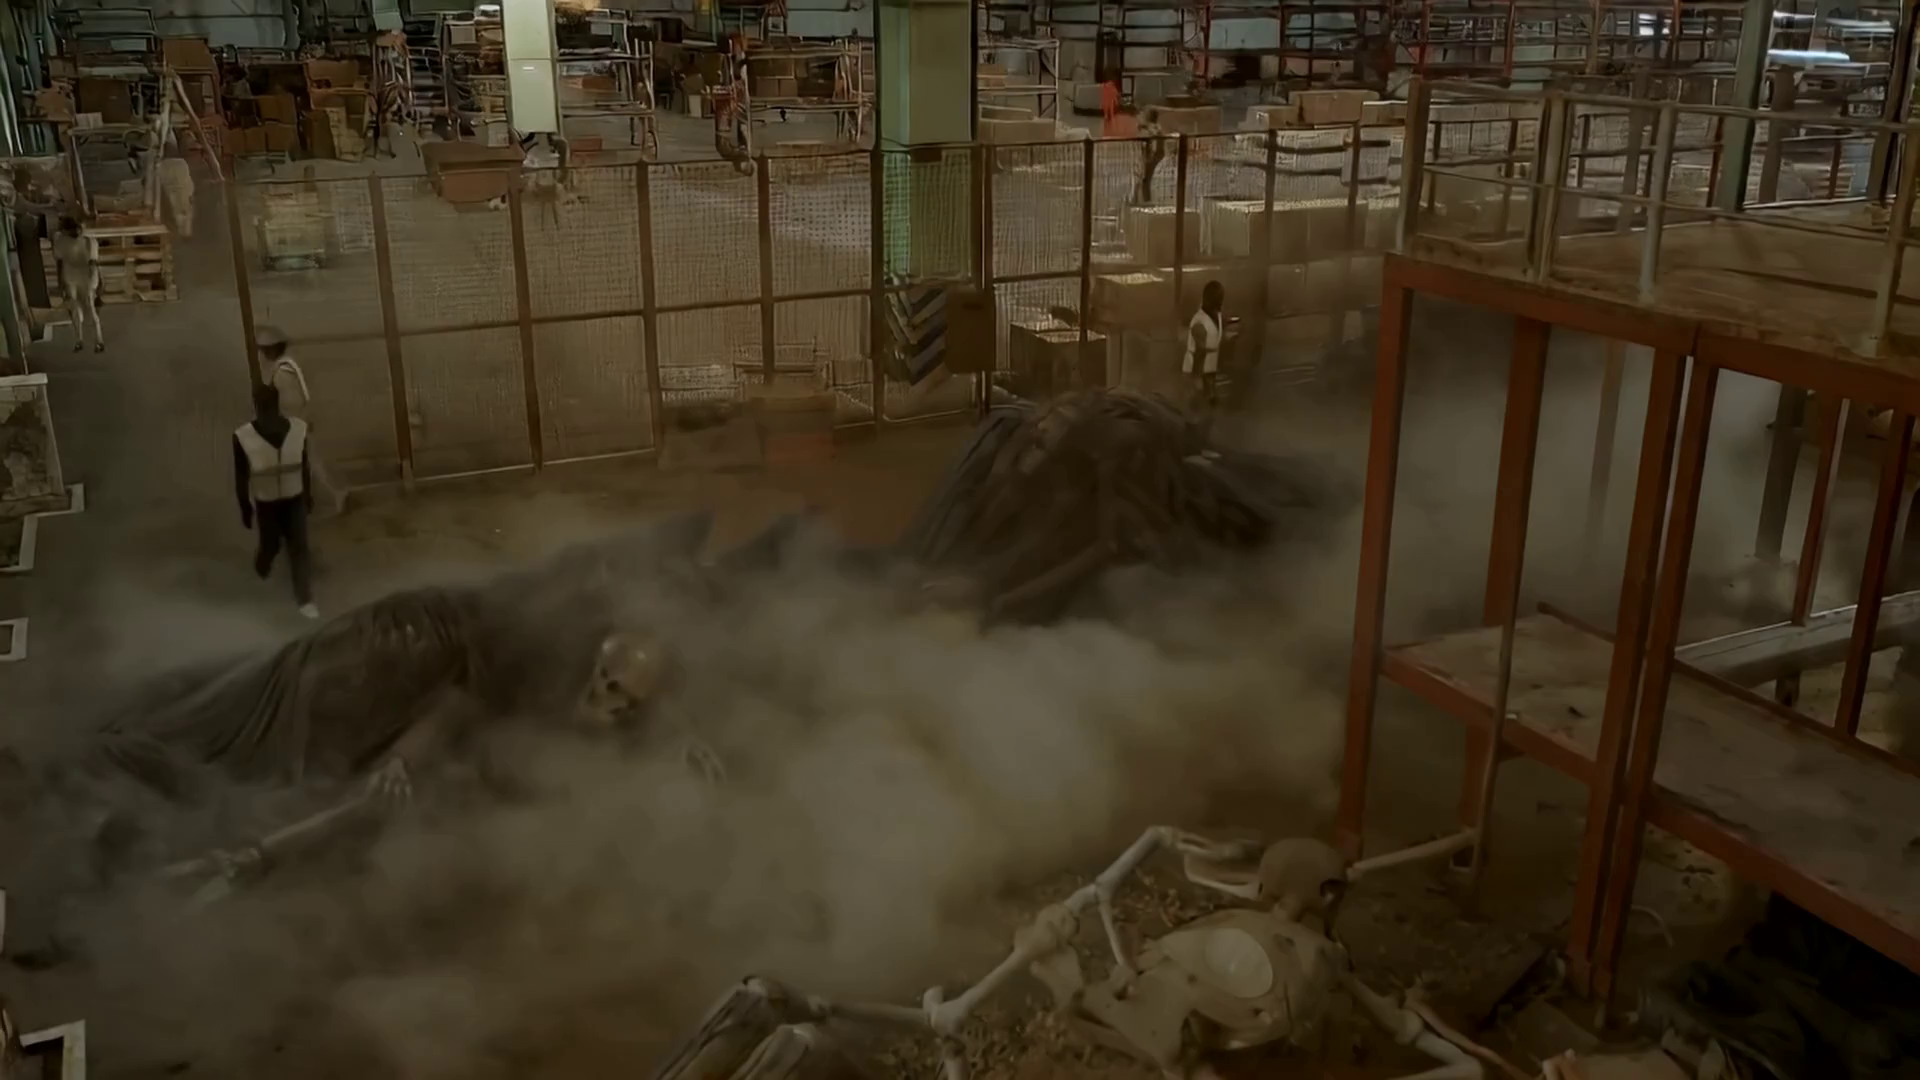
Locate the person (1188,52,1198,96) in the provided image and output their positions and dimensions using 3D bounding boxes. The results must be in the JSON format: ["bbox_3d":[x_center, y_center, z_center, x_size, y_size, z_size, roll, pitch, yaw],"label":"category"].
[{"bbox_3d":[9.257,-18.502,66.084,0.320,1.698,0.538,-9,21,-25],"label":"person"}]

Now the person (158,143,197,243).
[{"bbox_3d":[-14.528,-6.445,30.950,0.656,1.825,0.440,2,19,7],"label":"person"}]

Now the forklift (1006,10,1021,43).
[{"bbox_3d":[2.706,-25.353,84.164,1.873,2.768,1.129,-9,21,-25],"label":"forklift"}]

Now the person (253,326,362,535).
[{"bbox_3d":[-5.994,-1.017,15.096,0.879,1.905,0.611,-6,20,-17],"label":"person"}]

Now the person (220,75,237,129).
[{"bbox_3d":[-23.172,-13.842,52.581,0.535,1.699,0.318,3,19,8],"label":"person"}]

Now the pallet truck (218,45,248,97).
[{"bbox_3d":[-28.879,-18.665,66.111,0.823,1.965,1.885,-3,19,-9],"label":"pallet truck"}]

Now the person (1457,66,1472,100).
[{"bbox_3d":[15.864,-13.974,52.589,0.783,1.945,0.610,-10,21,-26],"label":"person"}]

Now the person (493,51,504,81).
[{"bbox_3d":[-17.239,-17.367,62.434,0.635,1.939,0.361,17,26,41],"label":"person"}]

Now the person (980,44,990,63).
[{"bbox_3d":[1.063,-19.895,69.944,0.464,1.816,0.647,-7,20,-19],"label":"person"}]

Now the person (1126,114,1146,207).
[{"bbox_3d":[3.811,-8.137,35.685,0.544,1.937,0.358,-16,25,-39],"label":"person"}]

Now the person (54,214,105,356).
[{"bbox_3d":[-11.643,-3.377,21.995,0.520,1.865,0.328,-6,20,-16],"label":"person"}]

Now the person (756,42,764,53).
[{"bbox_3d":[-8.281,-19.734,69.297,0.357,1.938,0.637,5,20,15],"label":"person"}]

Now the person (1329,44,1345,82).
[{"bbox_3d":[15.371,-19.269,68.008,0.915,1.899,0.556,-10,22,-28],"label":"person"}]

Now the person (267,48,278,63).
[{"bbox_3d":[-27.035,-18.356,65.403,0.931,1.872,0.609,-13,23,-34],"label":"person"}]

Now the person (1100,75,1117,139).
[{"bbox_3d":[4.439,-12.940,49.731,0.512,1.859,0.321,14,23,35],"label":"person"}]

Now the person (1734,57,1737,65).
[{"bbox_3d":[29.943,-17.760,63.992,0.813,1.664,0.534,-10,22,-27],"label":"person"}]

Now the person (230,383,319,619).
[{"bbox_3d":[-5.435,-0.343,13.167,0.597,1.894,0.808,-17,25,-40],"label":"person"}]

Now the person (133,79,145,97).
[{"bbox_3d":[-25.344,-13.402,51.414,0.522,1.632,0.313,5,20,13],"label":"person"}]

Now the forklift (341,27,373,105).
[{"bbox_3d":[-22.275,-17.346,60.954,1.873,2.768,1.129,-9,21,-25],"label":"forklift"}]

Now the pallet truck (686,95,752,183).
[{"bbox_3d":[-5.836,-9.608,39.856,0.823,1.965,1.885,10,22,27],"label":"pallet truck"}]

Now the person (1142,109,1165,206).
[{"bbox_3d":[4.144,-8.256,35.871,0.535,2.000,0.674,3,19,9],"label":"person"}]

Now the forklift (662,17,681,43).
[{"bbox_3d":[-12.585,-21.509,73.021,1.873,2.768,1.129,11,22,29],"label":"forklift"}]

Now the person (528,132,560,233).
[{"bbox_3d":[-8.024,-6.915,32.178,0.582,1.919,0.394,-7,20,-20],"label":"person"}]

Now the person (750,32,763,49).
[{"bbox_3d":[-9.616,-23.024,78.748,0.622,1.993,0.382,-3,19,-9],"label":"person"}]

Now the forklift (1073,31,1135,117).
[{"bbox_3d":[4.953,-16.003,57.059,1.873,2.768,1.129,-9,21,-25],"label":"forklift"}]

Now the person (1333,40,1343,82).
[{"bbox_3d":[16.240,-20.444,71.355,0.371,1.940,0.630,-4,19,-12],"label":"person"}]

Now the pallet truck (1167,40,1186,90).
[{"bbox_3d":[9.045,-19.971,69.895,0.823,1.965,1.885,-3,19,-8],"label":"pallet truck"}]

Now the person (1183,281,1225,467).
[{"bbox_3d":[2.501,-1.716,17.114,0.383,1.914,0.595,8,21,22],"label":"person"}]

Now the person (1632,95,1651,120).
[{"bbox_3d":[20.209,-12.702,49.428,0.499,1.609,0.736,3,19,9],"label":"person"}]
